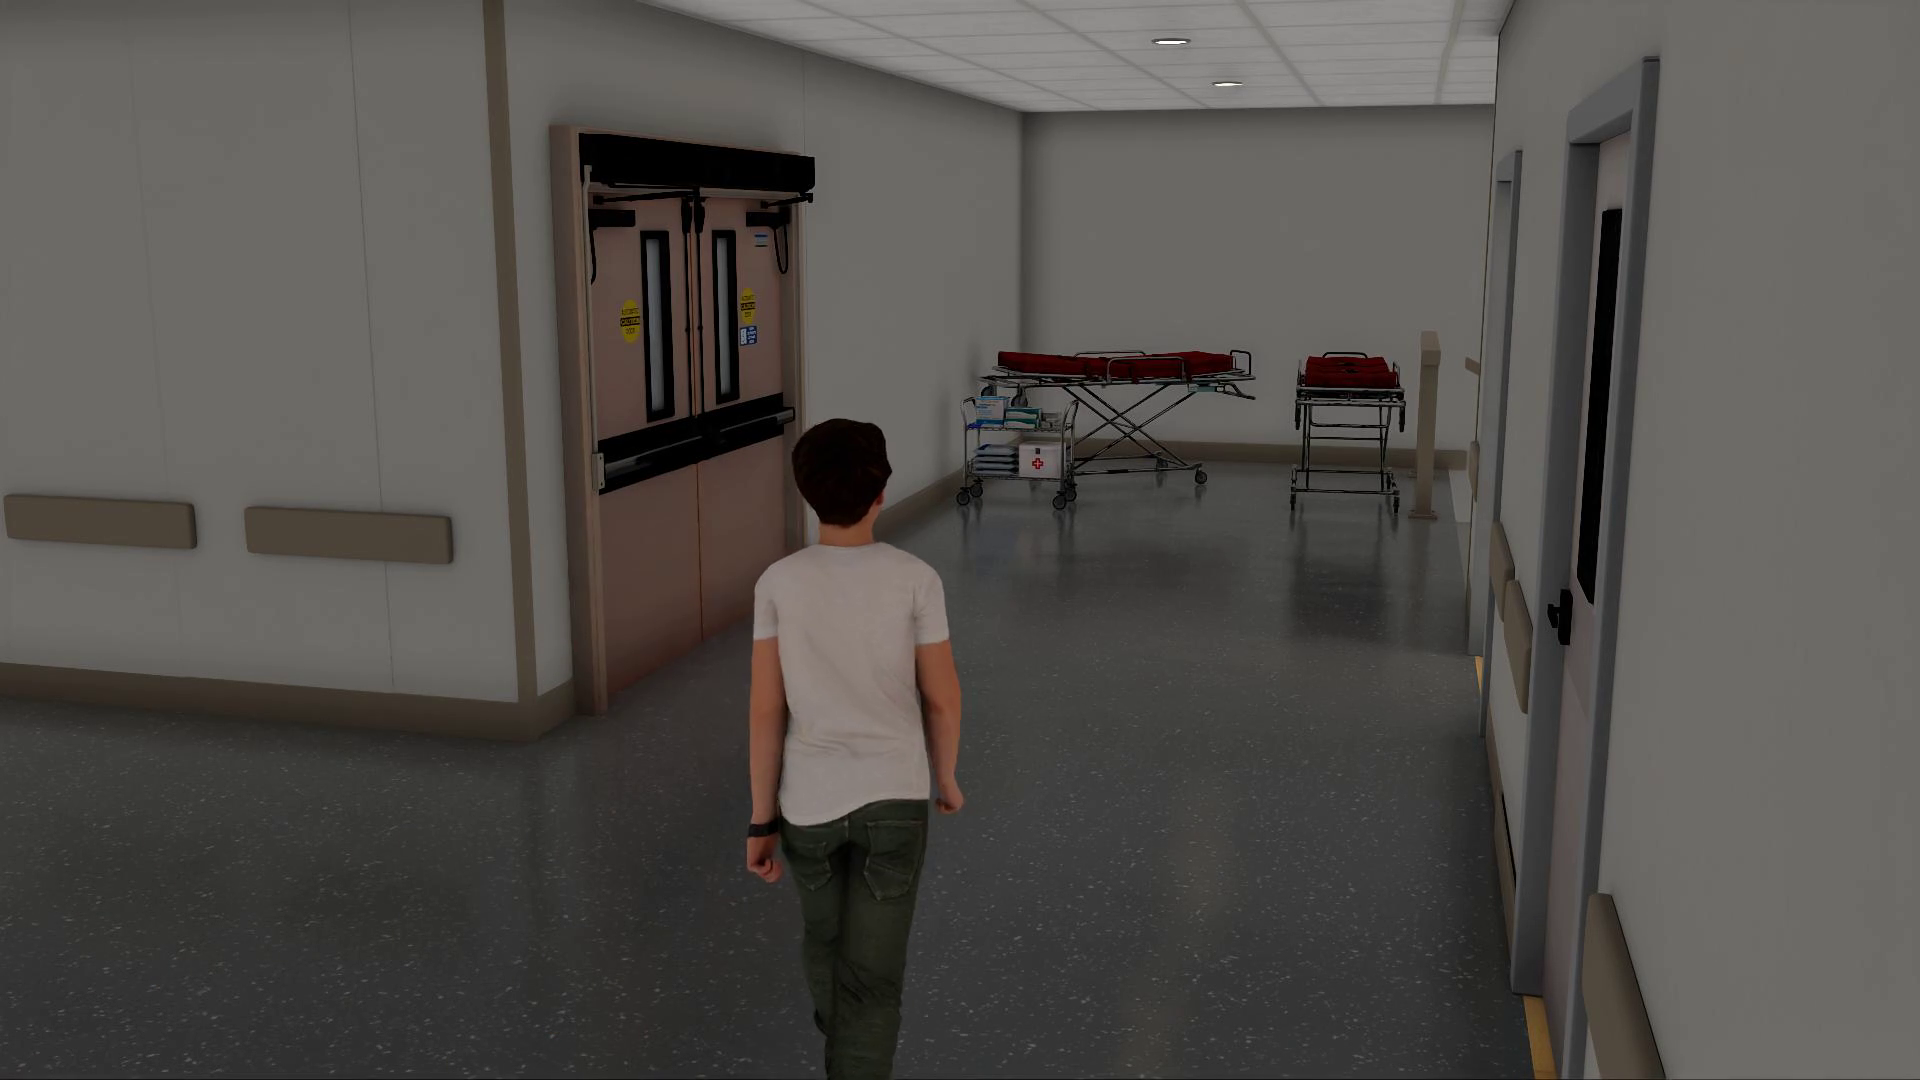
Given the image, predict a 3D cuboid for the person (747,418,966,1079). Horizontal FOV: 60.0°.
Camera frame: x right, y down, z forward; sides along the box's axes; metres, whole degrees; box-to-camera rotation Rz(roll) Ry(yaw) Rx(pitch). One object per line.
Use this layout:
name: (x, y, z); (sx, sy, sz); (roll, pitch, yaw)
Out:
person: (-0.230, 0.602, 3.363); (0.645, 1.616, 1.120); (2, 11, 9)
